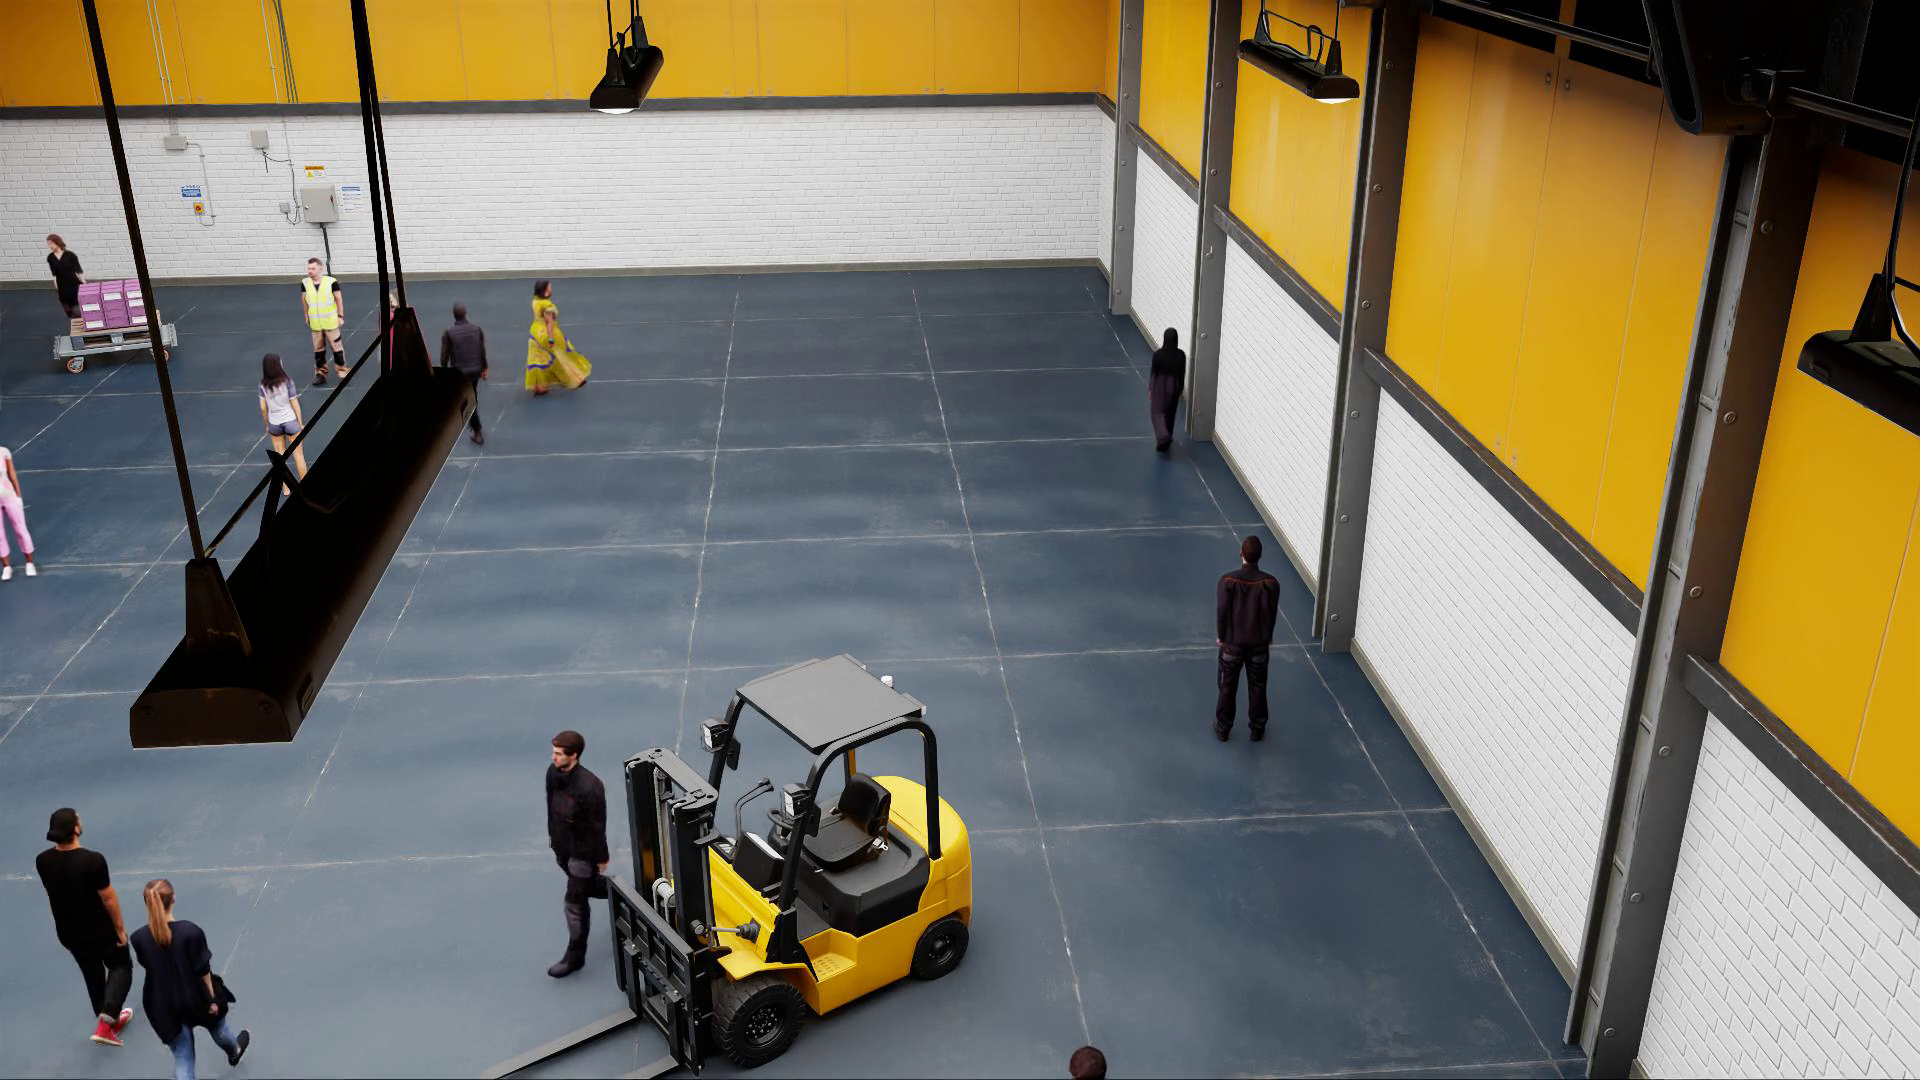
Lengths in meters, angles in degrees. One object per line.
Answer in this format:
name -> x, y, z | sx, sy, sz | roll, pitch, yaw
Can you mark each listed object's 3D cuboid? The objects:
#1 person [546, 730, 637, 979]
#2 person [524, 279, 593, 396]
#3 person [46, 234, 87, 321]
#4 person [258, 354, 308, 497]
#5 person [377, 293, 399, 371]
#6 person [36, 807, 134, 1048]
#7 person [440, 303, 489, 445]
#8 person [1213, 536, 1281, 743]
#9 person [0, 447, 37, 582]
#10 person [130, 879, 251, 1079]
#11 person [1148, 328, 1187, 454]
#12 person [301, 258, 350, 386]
person -> -2.588, 2.117, 11.643 | 1.187, 1.811, 1.224 | 21, 31, 39
person -> -5.820, -2.780, 23.078 | 1.195, 1.625, 1.264 | -18, 29, -35
person -> -13.597, -3.863, 25.499 | 0.743, 1.671, 0.643 | -7, 25, -16
person -> -8.020, -1.369, 19.715 | 0.582, 1.732, 0.506 | -3, 24, -6
person -> -7.539, -2.502, 22.368 | 0.862, 1.685, 1.126 | 8, 25, 17
person -> -5.655, 2.557, 10.720 | 0.686, 1.744, 0.831 | 2, 24, 4
person -> -6.296, -2.106, 21.317 | 1.058, 1.800, 1.198 | -18, 29, -35
person -> 2.472, 0.855, 14.401 | 0.725, 1.915, 0.650 | 2, 24, 5
person -> -10.101, -0.412, 17.519 | 0.635, 1.740, 0.646 | -12, 27, -26
person -> -4.760, 2.876, 10.110 | 0.624, 1.649, 1.026 | -1, 24, -2
person -> 2.616, -1.890, 21.079 | 0.609, 1.595, 0.983 | -2, 24, -5
person -> -9.002, -3.101, 23.539 | 0.674, 1.845, 0.683 | -2, 24, -4
